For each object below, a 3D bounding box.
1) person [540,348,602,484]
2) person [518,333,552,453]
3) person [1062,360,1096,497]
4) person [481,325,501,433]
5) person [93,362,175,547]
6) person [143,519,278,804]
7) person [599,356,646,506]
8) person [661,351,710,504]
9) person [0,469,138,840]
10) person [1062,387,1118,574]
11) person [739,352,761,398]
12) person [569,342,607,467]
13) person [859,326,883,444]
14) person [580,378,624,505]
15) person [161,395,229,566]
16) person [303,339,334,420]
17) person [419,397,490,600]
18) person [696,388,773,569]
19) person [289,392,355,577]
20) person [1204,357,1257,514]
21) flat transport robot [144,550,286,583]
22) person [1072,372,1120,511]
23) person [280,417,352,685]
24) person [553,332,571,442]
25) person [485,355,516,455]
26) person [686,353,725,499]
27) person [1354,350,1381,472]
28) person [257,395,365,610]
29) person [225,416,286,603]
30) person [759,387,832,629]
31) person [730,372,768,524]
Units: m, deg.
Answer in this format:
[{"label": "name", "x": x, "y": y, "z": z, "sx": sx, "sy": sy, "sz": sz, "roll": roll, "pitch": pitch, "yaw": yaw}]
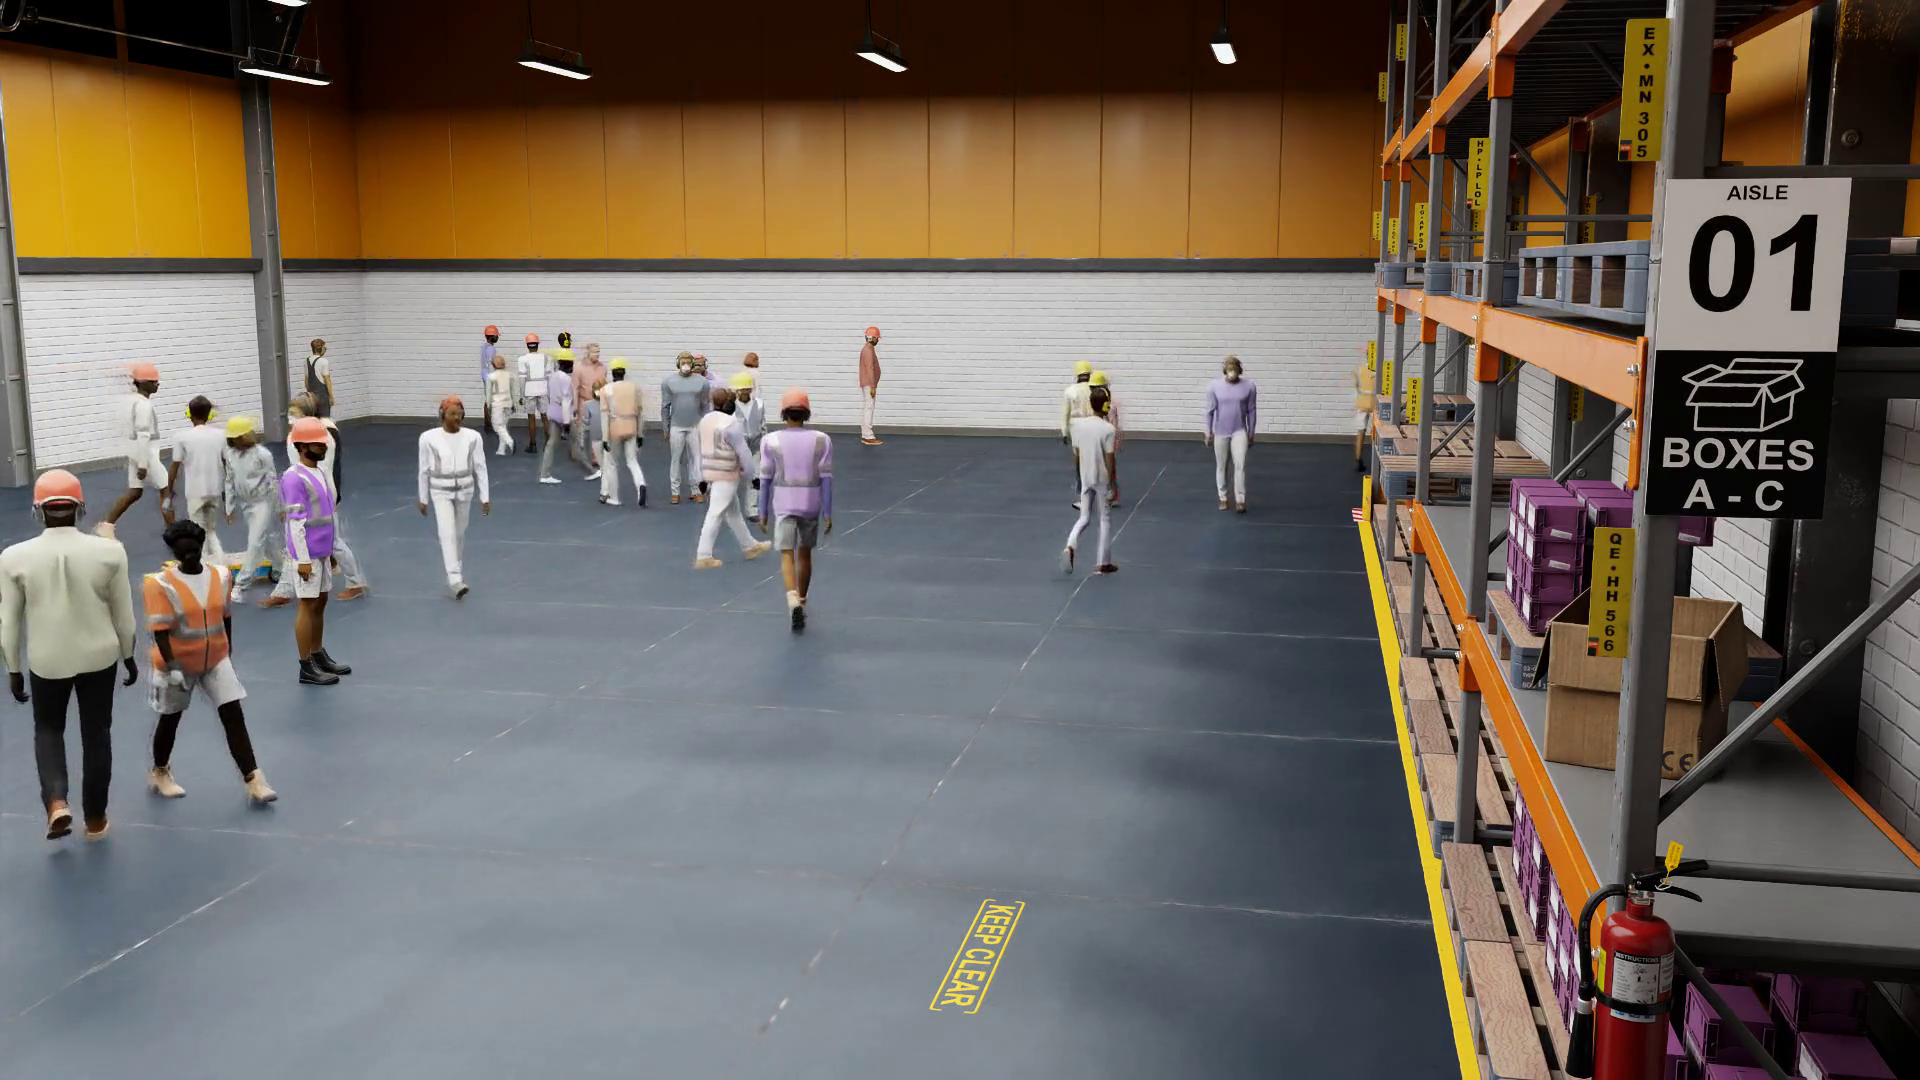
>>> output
[{"label": "person", "x": -5.426, "y": -1.715, "z": 23.033, "sx": 0.971, "sy": 1.871, "sz": 0.610, "roll": -7, "pitch": 12, "yaw": -36}, {"label": "person", "x": -6.852, "y": -2.365, "z": 26.797, "sx": 0.550, "sy": 1.927, "sz": 0.381, "roll": -6, "pitch": 11, "yaw": -34}, {"label": "person", "x": 1.640, "y": -1.435, "z": 21.639, "sx": 0.603, "sy": 1.796, "sz": 0.918, "roll": -3, "pitch": 10, "yaw": -15}, {"label": "person", "x": -8.450, "y": -2.912, "z": 30.067, "sx": 0.376, "sy": 1.936, "sz": 0.549, "roll": -5, "pitch": 11, "yaw": -26}, {"label": "person", "x": -8.780, "y": -0.897, "z": 17.756, "sx": 0.988, "sy": 2.009, "sz": 0.612, "roll": -8, "pitch": 12, "yaw": -38}, {"label": "person", "x": -4.276, "y": 0.684, "z": 9.295, "sx": 0.878, "sy": 1.639, "sz": 0.535, "roll": 7, "pitch": 12, "yaw": 36}, {"label": "person", "x": -4.187, "y": -1.340, "z": 20.736, "sx": 0.588, "sy": 1.893, "sz": 0.820, "roll": -7, "pitch": 12, "yaw": -35}, {"label": "person", "x": -3.470, "y": -1.423, "z": 21.095, "sx": 0.631, "sy": 1.940, "sz": 0.372, "roll": -2, "pitch": 10, "yaw": -14}, {"label": "person", "x": -4.622, "y": 0.618, "z": 8.664, "sx": 0.625, "sy": 1.978, "sz": 0.477, "roll": -5, "pitch": 11, "yaw": -26}, {"label": "person", "x": 1.284, "y": -0.560, "z": 16.150, "sx": 0.528, "sy": 1.852, "sz": 0.710, "roll": 7, "pitch": 12, "yaw": 36}, {"label": "person", "x": -3.478, "y": -2.284, "z": 27.340, "sx": 0.514, "sy": 1.600, "sz": 0.833, "roll": 6, "pitch": 11, "yaw": 34}, {"label": "person", "x": -5.593, "y": -2.039, "z": 24.987, "sx": 0.690, "sy": 1.880, "sz": 0.670, "roll": 9, "pitch": 13, "yaw": 43}, {"label": "person", "x": -1.504, "y": -2.607, "z": 28.085, "sx": 0.393, "sy": 1.985, "sz": 0.611, "roll": -2, "pitch": 10, "yaw": -11}, {"label": "person", "x": -4.542, "y": -1.240, "z": 21.020, "sx": 0.528, "sy": 1.585, "sz": 0.847, "roll": 1, "pitch": 9, "yaw": 7}, {"label": "person", "x": -6.956, "y": -0.390, "z": 15.181, "sx": 0.405, "sy": 1.844, "sz": 0.578, "roll": 8, "pitch": 12, "yaw": 38}, {"label": "person", "x": -10.281, "y": -2.307, "z": 26.724, "sx": 0.505, "sy": 1.839, "sz": 0.344, "roll": 4, "pitch": 10, "yaw": 23}, {"label": "person", "x": -4.613, "y": -0.392, "z": 15.228, "sx": 0.585, "sy": 1.822, "sz": 1.016, "roll": -6, "pitch": 11, "yaw": -32}, {"label": "person", "x": -2.304, "y": -0.632, "z": 16.763, "sx": 0.967, "sy": 1.787, "sz": 0.621, "roll": -7, "pitch": 12, "yaw": -35}, {"label": "person", "x": -6.184, "y": -0.511, "z": 15.940, "sx": 0.630, "sy": 1.824, "sz": 0.431, "roll": 9, "pitch": 13, "yaw": 42}, {"label": "person", "x": 3.297, "y": -1.270, "z": 20.287, "sx": 0.642, "sy": 1.897, "sz": 0.963, "roll": 1, "pitch": 9, "yaw": 6}, {"label": "flat transport robot", "x": -6.948, "y": 0.274, "z": 15.884, "sx": 1.431, "sy": 0.197, "sz": 0.652, "roll": -7, "pitch": 12, "yaw": -38}, {"label": "person", "x": 1.670, "y": -1.197, "z": 20.414, "sx": 0.924, "sy": 1.718, "sz": 0.528, "roll": -7, "pitch": 12, "yaw": -38}, {"label": "person", "x": -4.677, "y": 0.074, "z": 12.081, "sx": 0.358, "sy": 1.938, "sz": 0.542, "roll": 0, "pitch": 9, "yaw": -1}, {"label": "person", "x": -6.755, "y": -2.617, "z": 28.488, "sx": 0.519, "sy": 1.874, "sz": 0.331, "roll": 9, "pitch": 13, "yaw": 43}, {"label": "person", "x": -7.199, "y": -2.107, "z": 26.213, "sx": 0.648, "sy": 1.615, "sz": 0.524, "roll": 8, "pitch": 12, "yaw": 40}, {"label": "person", "x": -3.345, "y": -1.466, "z": 21.499, "sx": 0.659, "sy": 1.894, "sz": 0.400, "roll": -2, "pitch": 10, "yaw": -10}, {"label": "person", "x": 6.065, "y": -1.954, "z": 24.443, "sx": 0.553, "sy": 1.896, "sz": 0.858, "roll": 6, "pitch": 11, "yaw": 34}, {"label": "person", "x": -5.773, "y": -0.344, "z": 14.763, "sx": 0.643, "sy": 1.895, "sz": 0.935, "roll": 7, "pitch": 12, "yaw": 36}, {"label": "person", "x": -6.371, "y": -0.277, "z": 14.950, "sx": 0.504, "sy": 1.680, "sz": 0.933, "roll": 4, "pitch": 10, "yaw": 23}, {"label": "person", "x": -1.368, "y": -0.271, "z": 13.948, "sx": 0.614, "sy": 2.018, "sz": 0.915, "roll": -2, "pitch": 10, "yaw": -12}, {"label": "person", "x": -2.589, "y": -1.092, "z": 19.550, "sx": 0.626, "sy": 1.801, "sz": 0.708, "roll": -5, "pitch": 11, "yaw": -27}]
